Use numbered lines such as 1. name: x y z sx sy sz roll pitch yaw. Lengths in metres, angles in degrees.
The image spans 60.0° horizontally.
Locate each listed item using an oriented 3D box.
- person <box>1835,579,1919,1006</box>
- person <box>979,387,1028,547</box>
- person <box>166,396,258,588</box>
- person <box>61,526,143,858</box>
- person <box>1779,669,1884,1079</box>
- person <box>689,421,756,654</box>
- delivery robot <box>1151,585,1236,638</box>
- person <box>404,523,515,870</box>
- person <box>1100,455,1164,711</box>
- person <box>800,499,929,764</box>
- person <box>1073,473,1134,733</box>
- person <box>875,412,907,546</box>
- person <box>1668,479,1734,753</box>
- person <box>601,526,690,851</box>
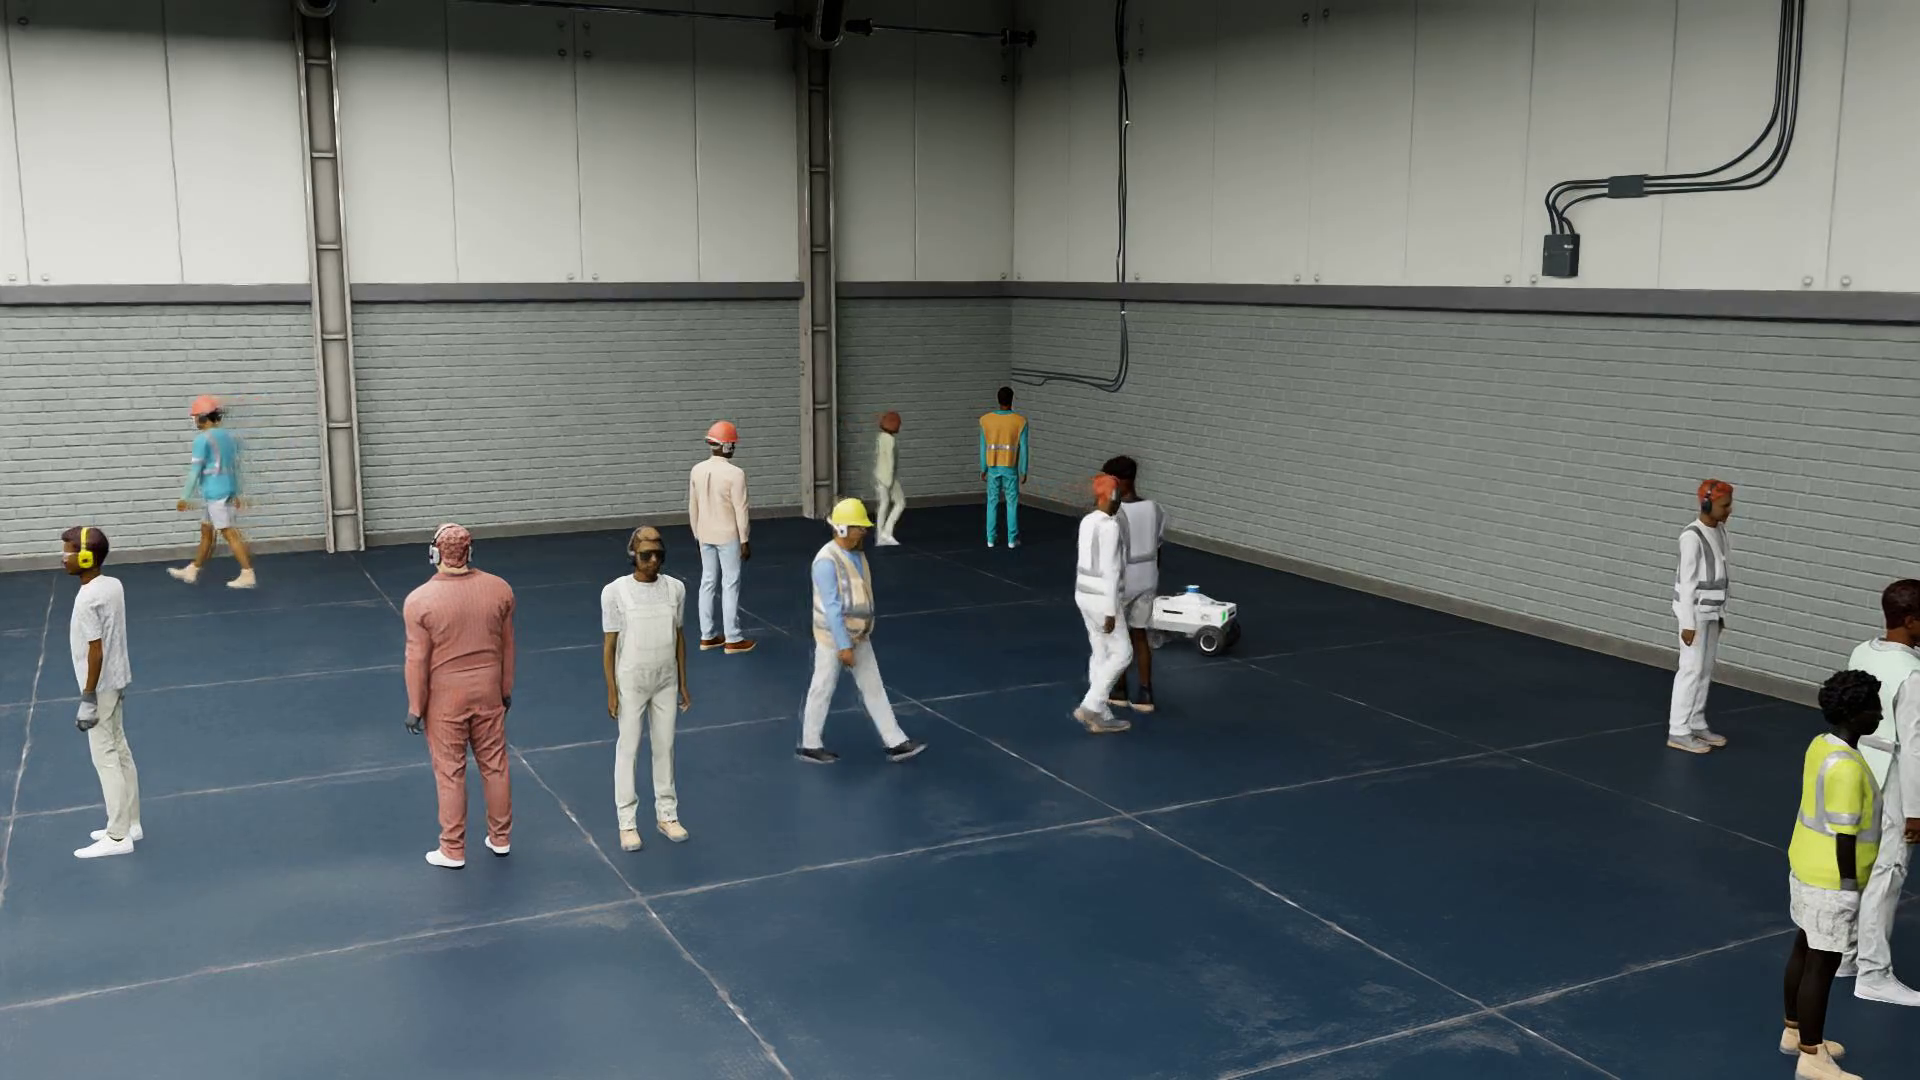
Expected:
1. person: 4.175 1.120 7.512 0.392 1.917 0.590 1 9 4
2. person: 0.518 -0.860 19.749 0.584 1.911 0.392 2 9 10
3. person: -7.757 -0.476 17.121 1.017 1.986 0.613 0 9 -1
4. person: -4.846 0.845 9.351 0.319 1.869 0.532 -2 9 -10
5. person: 3.541 1.354 6.741 0.321 1.697 0.529 3 10 17
6. person: -2.042 -0.026 14.327 0.622 1.992 0.397 6 11 34
7. delivery robot: 2.009 0.635 14.378 0.707 0.478 0.477 5 10 26
8. person: -2.761 0.854 9.176 0.637 1.911 0.403 -8 12 -41
9. person: 1.218 0.322 12.390 0.657 1.925 0.527 -6 11 -32
10. person: -0.672 0.628 10.938 0.902 1.790 0.595 4 10 25
11. person: 1.043 0.455 11.805 0.443 1.858 0.622 -3 10 -20
12. person: -0.831 -0.722 19.782 0.388 1.615 0.497 -4 10 -21
13. person: 5.076 0.514 11.373 0.369 1.879 0.584 8 12 42
14. person: -1.778 0.834 9.489 0.507 1.847 0.346 -6 11 -33
